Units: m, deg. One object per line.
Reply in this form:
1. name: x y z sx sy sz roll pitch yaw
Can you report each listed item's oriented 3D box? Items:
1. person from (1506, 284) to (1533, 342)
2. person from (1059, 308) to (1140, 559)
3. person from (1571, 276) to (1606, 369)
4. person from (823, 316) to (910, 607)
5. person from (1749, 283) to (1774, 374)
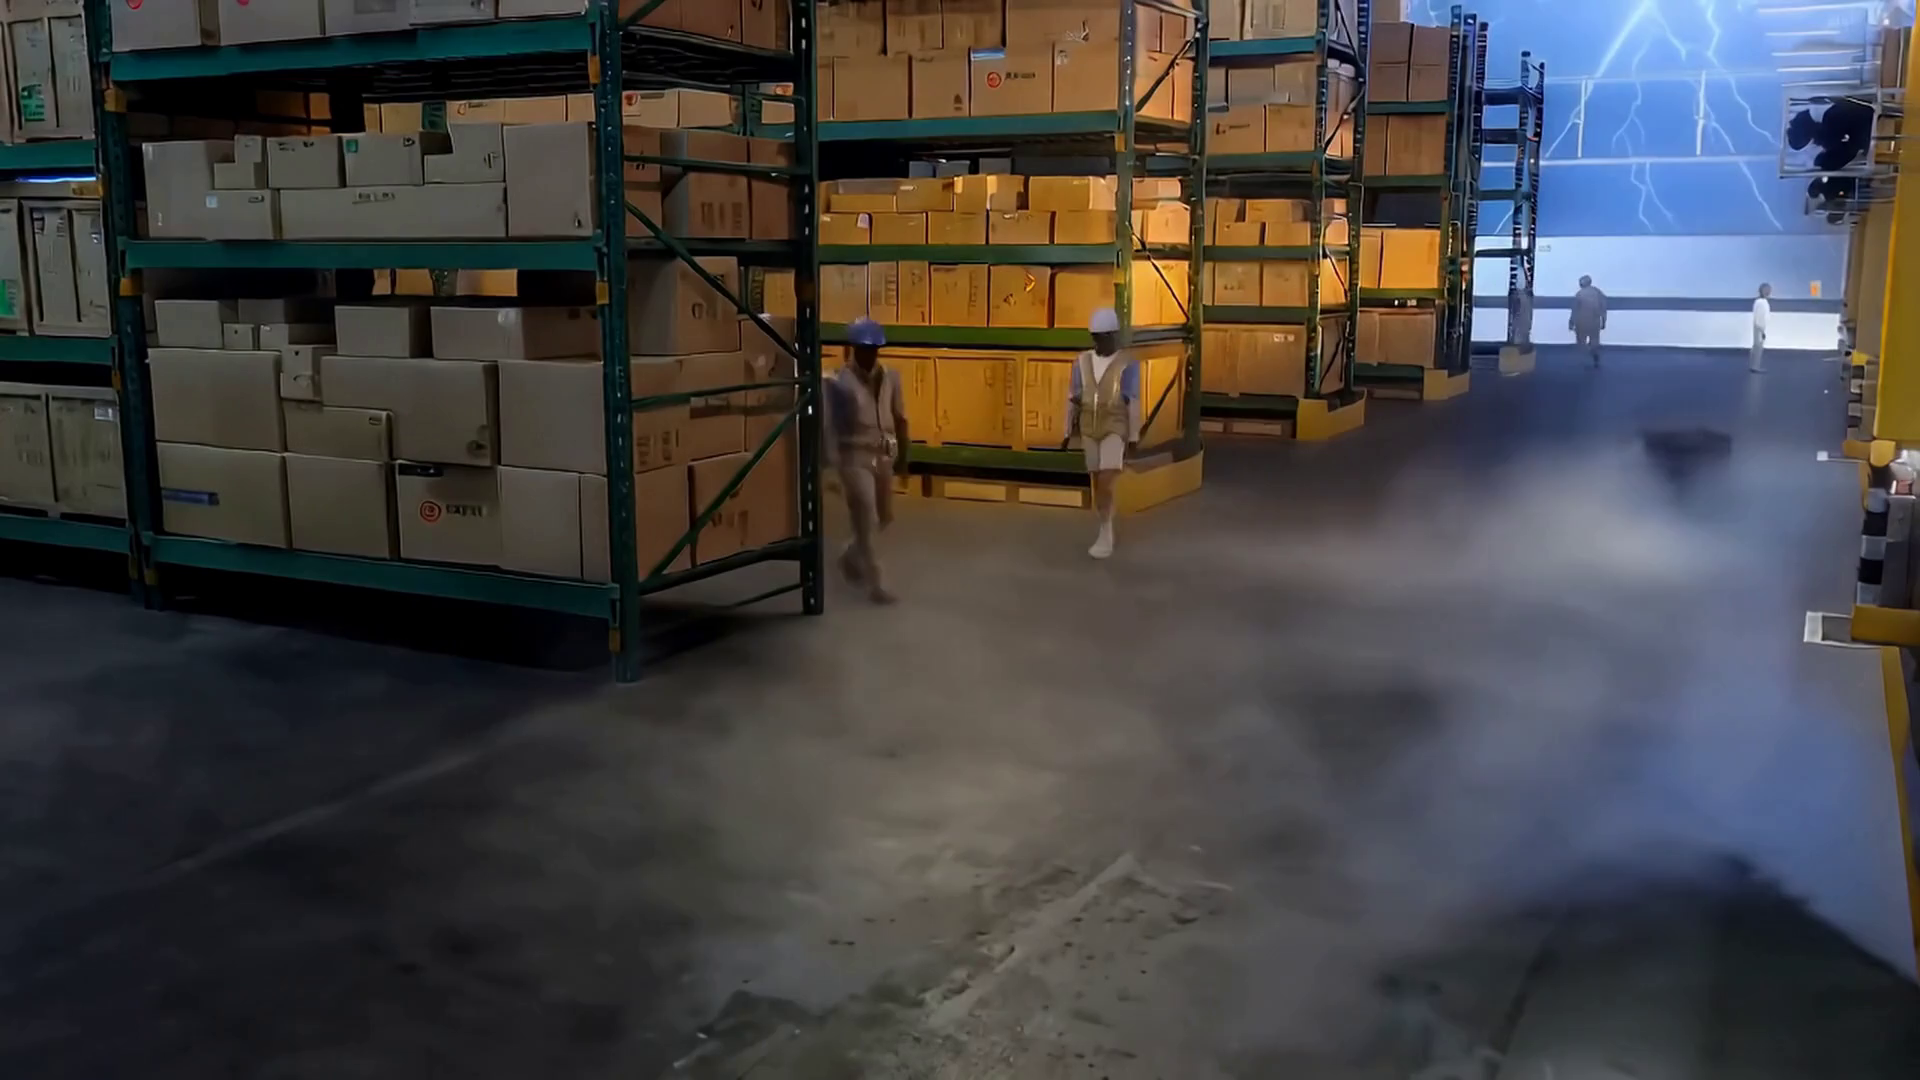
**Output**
1. person: 11.781 -4.535 34.951 0.503 1.687 0.967 -5 11 -25
2. person: 1.050 -0.817 12.792 0.555 1.907 0.808 6 11 30
3. person: 12.693 -4.386 33.559 0.746 1.878 0.449 0 10 0
4. person: -0.647 -0.553 11.252 0.613 1.919 0.854 -7 12 -35
5. person: 15.495 -4.085 32.152 0.326 1.751 0.559 2 10 12
